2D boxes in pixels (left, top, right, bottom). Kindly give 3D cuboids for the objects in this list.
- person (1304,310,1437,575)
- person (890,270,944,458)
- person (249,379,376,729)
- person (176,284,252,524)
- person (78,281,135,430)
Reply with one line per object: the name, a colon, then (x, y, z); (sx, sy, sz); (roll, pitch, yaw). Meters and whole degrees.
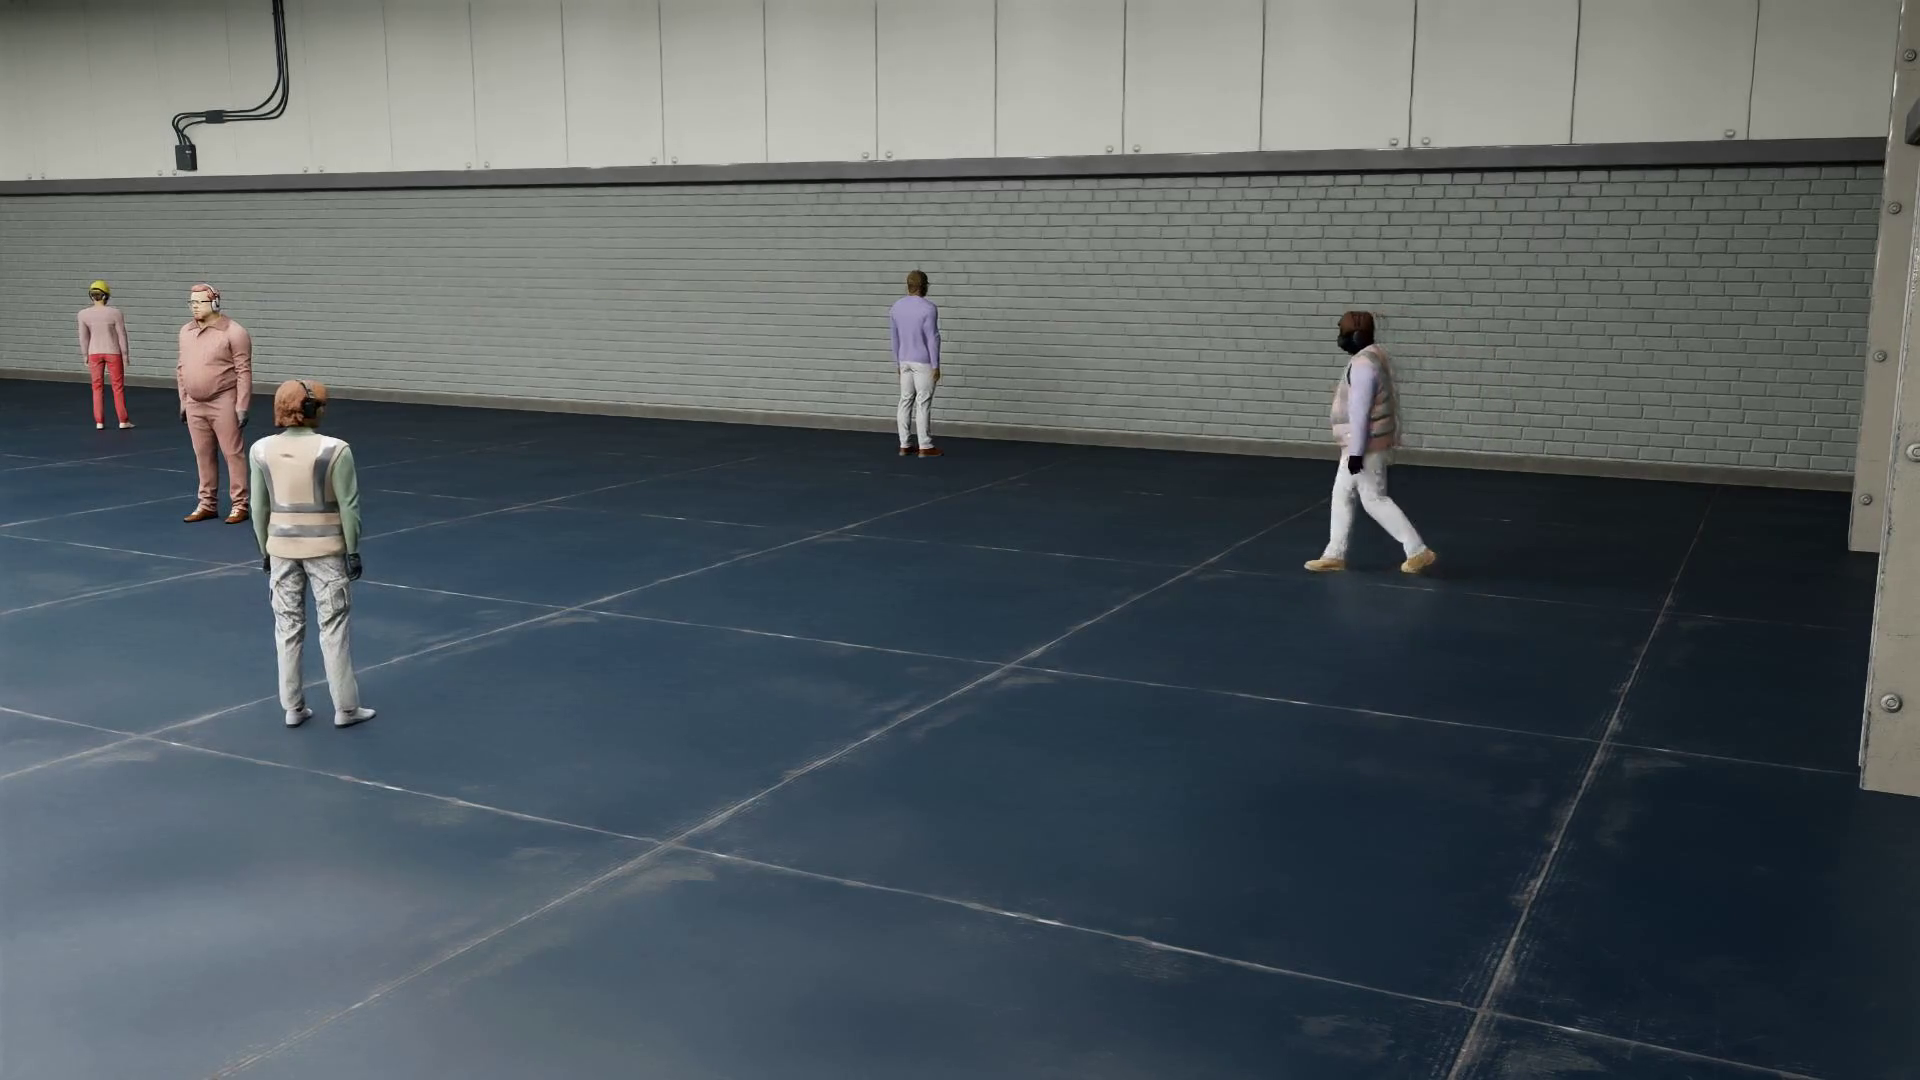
person: (2.812, -0.643, 11.207); (0.829, 1.813, 0.629); (2, 11, 12)
person: (-0.416, -1.821, 17.294); (0.632, 1.940, 0.439); (9, 14, 40)
person: (-3.033, 0.073, 7.748); (0.515, 1.636, 0.315); (1, 10, 7)
person: (-5.972, -1.078, 13.287); (0.639, 1.910, 0.407); (2, 11, 13)
person: (-10.113, -2.178, 19.694); (0.523, 1.760, 0.328); (-2, 11, -9)
